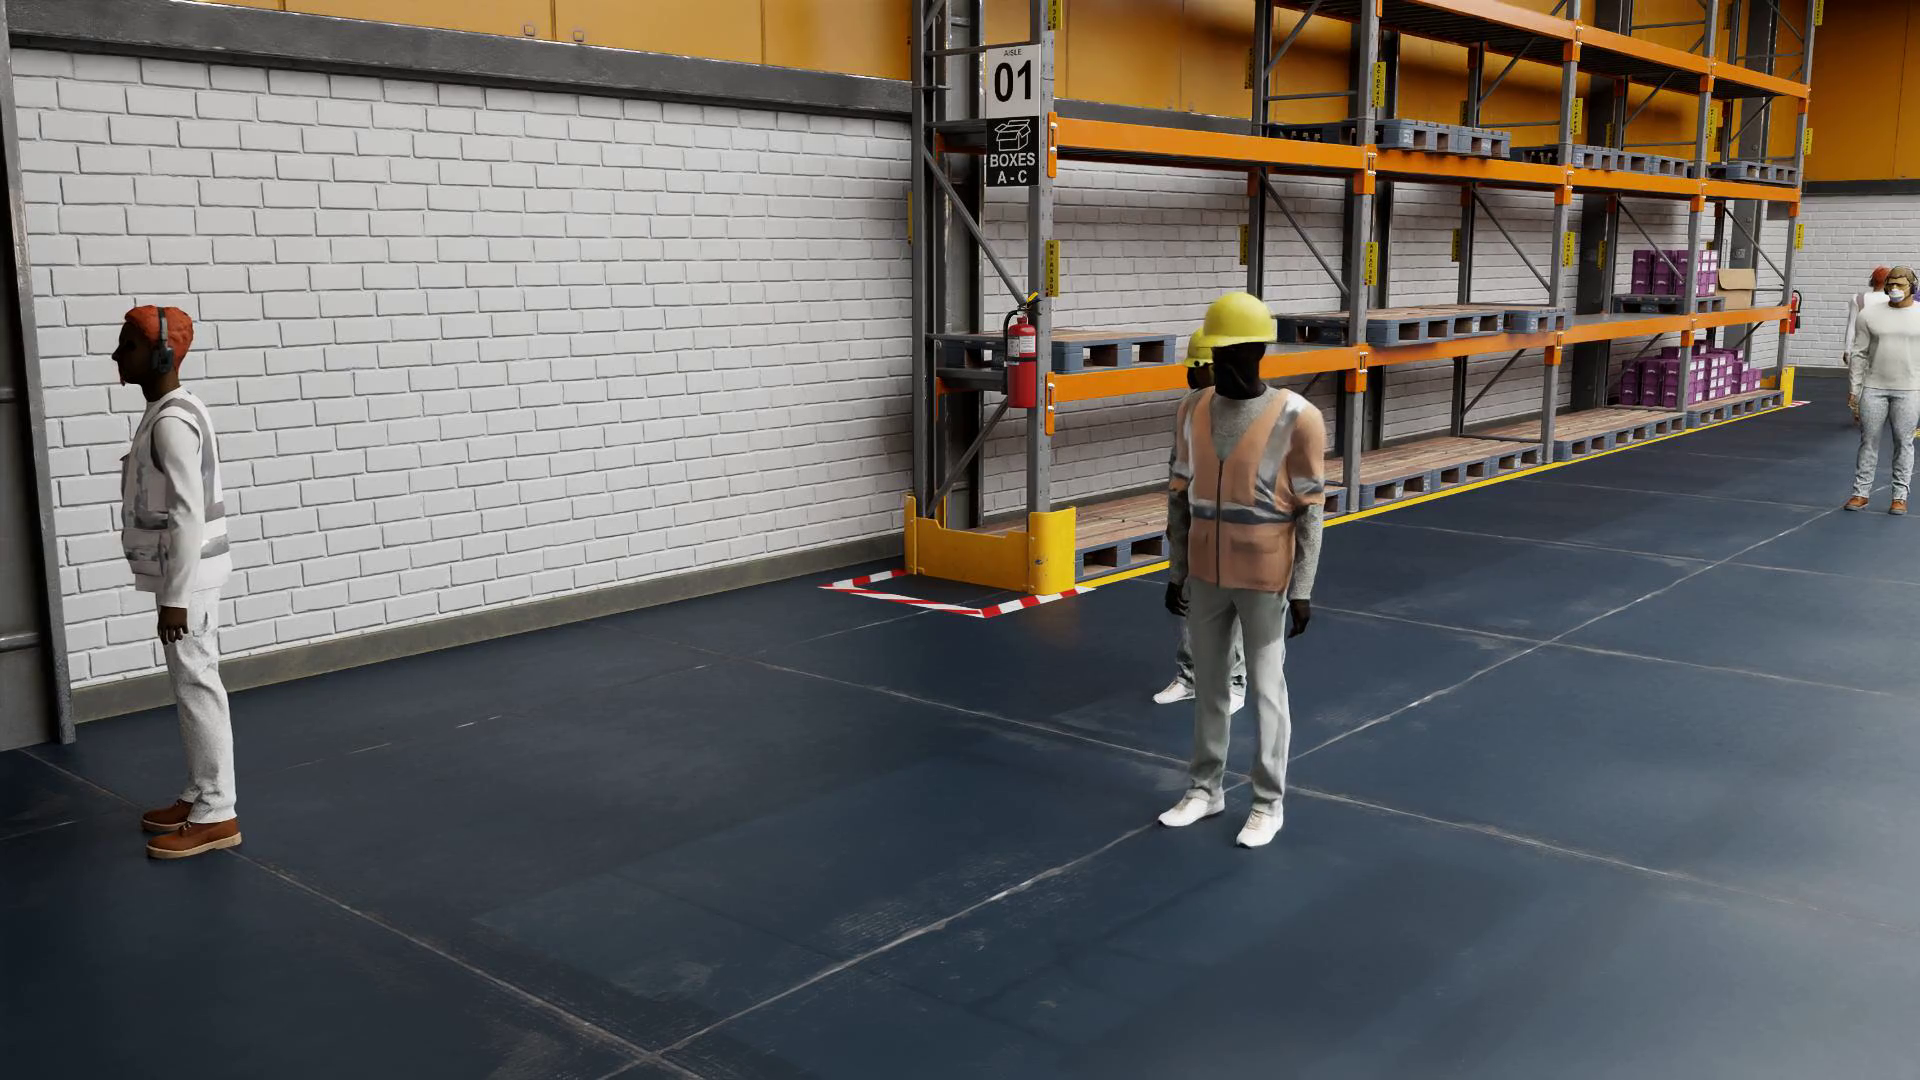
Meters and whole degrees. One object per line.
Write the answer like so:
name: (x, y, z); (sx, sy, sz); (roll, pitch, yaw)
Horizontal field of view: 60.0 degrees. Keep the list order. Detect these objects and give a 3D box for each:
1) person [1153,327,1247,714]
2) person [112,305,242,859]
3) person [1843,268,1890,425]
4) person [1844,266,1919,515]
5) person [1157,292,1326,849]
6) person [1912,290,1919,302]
person: (1.112, -0.083, 7.427); (0.484, 1.735, 0.311); (10, 14, 44)
person: (-2.699, 0.140, 5.728); (0.353, 1.884, 0.577); (-5, 11, -26)
person: (10.523, -2.190, 19.123); (0.609, 1.835, 0.968); (6, 12, 30)
person: (7.296, -1.167, 13.016); (0.633, 1.938, 0.356); (8, 13, 39)
person: (0.961, 0.108, 5.792); (0.593, 1.924, 0.381); (9, 13, 41)
person: (12.885, -2.722, 22.279); (0.946, 1.789, 0.688); (-6, 11, -30)
